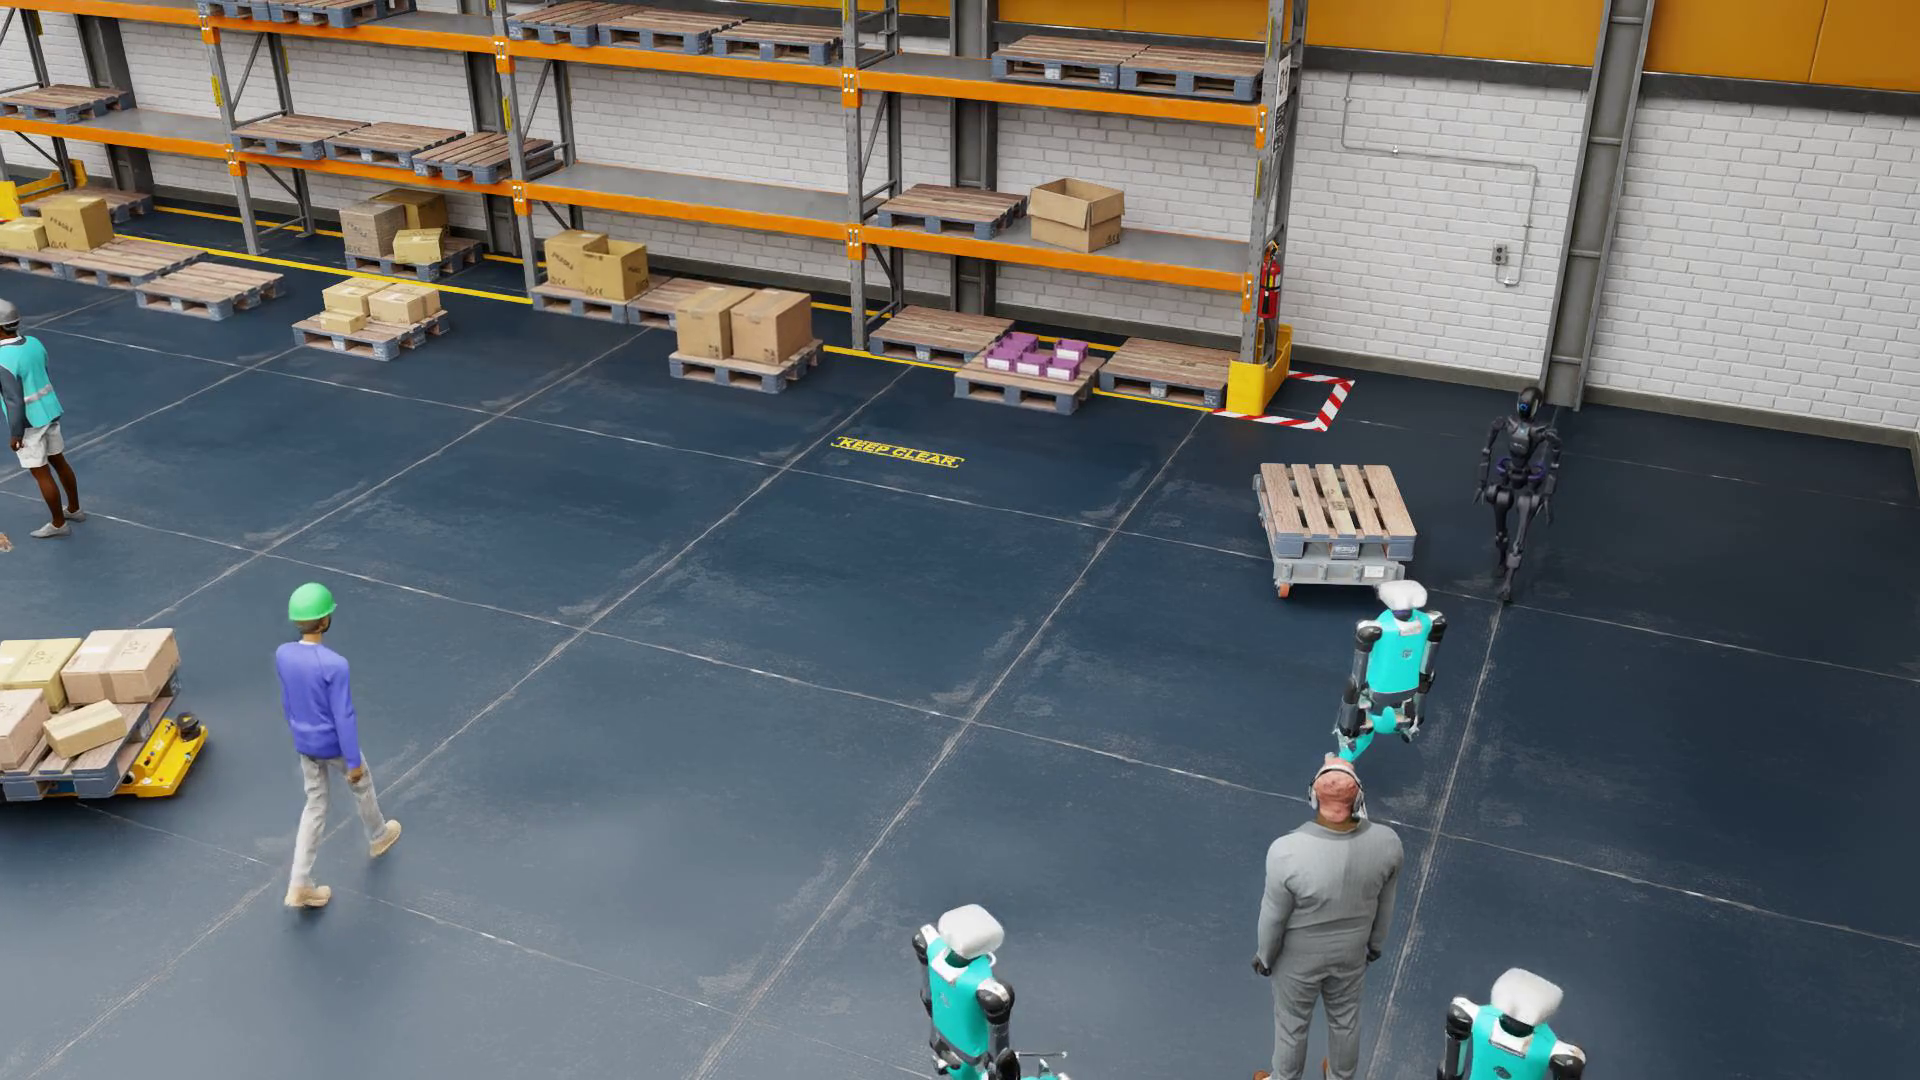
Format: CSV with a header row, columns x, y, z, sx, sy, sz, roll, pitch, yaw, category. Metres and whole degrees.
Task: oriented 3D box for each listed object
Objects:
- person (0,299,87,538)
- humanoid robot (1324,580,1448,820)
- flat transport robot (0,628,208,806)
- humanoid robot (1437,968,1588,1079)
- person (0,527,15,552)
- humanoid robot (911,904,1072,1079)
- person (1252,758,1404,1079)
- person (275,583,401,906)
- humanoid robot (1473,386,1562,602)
x,y,z,sx,sy,sz,roll,pitch,yaw,category
-7.204,-0.945,12.942,0.416,1.938,0.569,1,27,2,person
2.308,0.895,9.636,0.536,1.774,0.995,-7,28,-14,humanoid robot
-5.512,1.356,10.303,1.431,0.231,0.659,-2,27,-4,flat transport robot
2.312,2.318,6.884,0.538,1.770,1.012,18,32,31,humanoid robot
-6.673,0.054,11.136,0.787,1.814,0.573,11,29,20,person
0.267,2.159,7.165,0.954,1.759,0.565,-22,34,-36,humanoid robot
1.638,1.827,7.607,0.642,1.904,0.402,-5,28,-10,person
-3.493,1.117,9.076,0.477,1.830,0.905,7,28,14,person
4.056,-0.366,12.142,0.593,1.621,0.759,17,32,29,humanoid robot
